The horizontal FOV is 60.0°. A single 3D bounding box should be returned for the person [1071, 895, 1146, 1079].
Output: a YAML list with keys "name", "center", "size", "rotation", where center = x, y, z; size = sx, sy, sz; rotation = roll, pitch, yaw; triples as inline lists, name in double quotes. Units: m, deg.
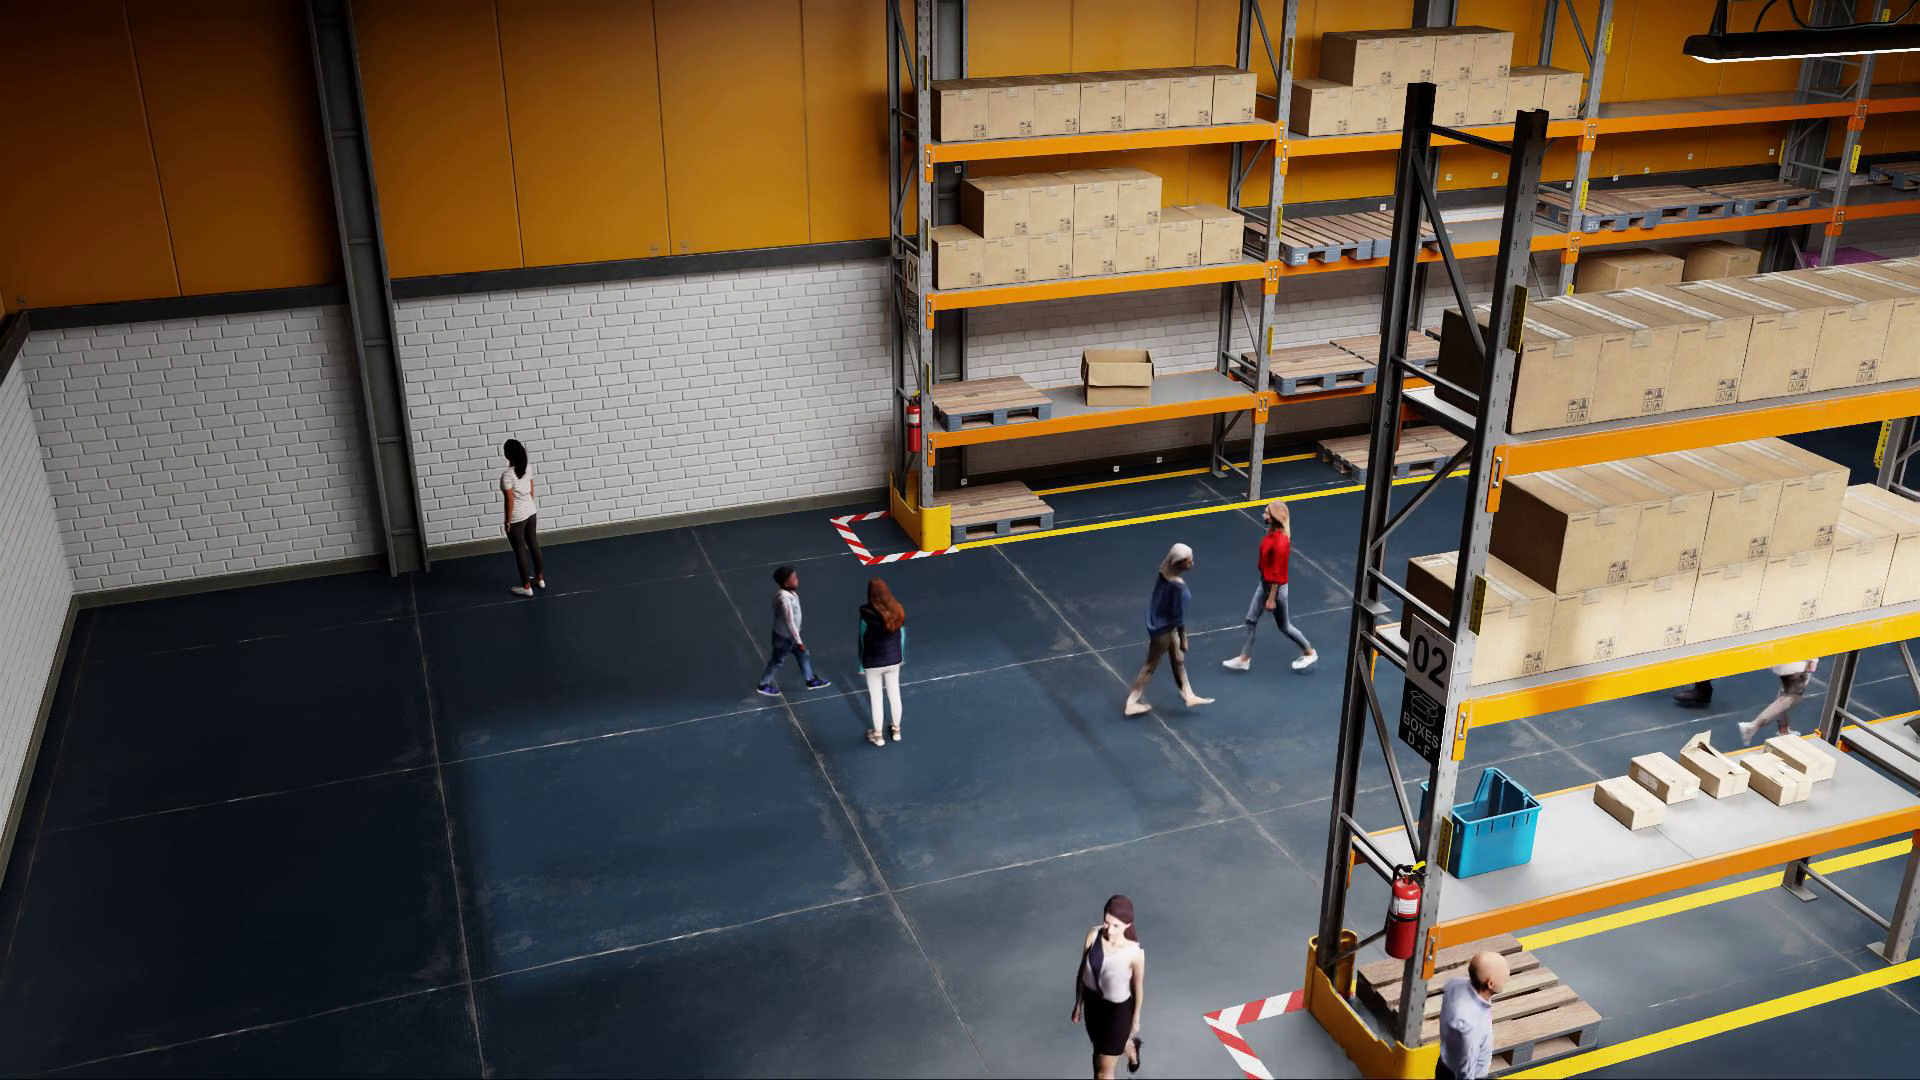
- name: "person"
  center: [0.911, 2.763, 9.841]
  size: [0.901, 1.623, 1.094]
  rotation: [17, 29, 34]

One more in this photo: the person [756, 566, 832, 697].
- name: "person"
  center: [-1.596, 0.830, 14.753]
  size: [0.936, 1.231, 0.677]
  rotation: [0, 24, -1]

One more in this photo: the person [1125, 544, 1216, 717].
- name: "person"
  center: [1.671, 0.788, 14.326]
  size: [1.106, 1.650, 0.852]
  rotation: [-4, 24, -8]

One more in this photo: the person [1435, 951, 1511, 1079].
- name: "person"
  center: [2.660, 2.990, 9.134]
  size: [1.006, 1.774, 0.902]
  rotation: [6, 24, 13]

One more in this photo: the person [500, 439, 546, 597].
- name: "person"
  center: [-4.402, -0.243, 16.688]
  size: [0.715, 1.646, 0.652]
  rotation: [11, 26, 24]

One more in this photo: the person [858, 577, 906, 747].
- name: "person"
  center: [-0.659, 1.011, 14.003]
  size: [0.536, 1.500, 0.656]
  rotation: [-11, 26, -24]

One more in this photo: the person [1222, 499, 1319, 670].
- name: "person"
  center: [2.917, 0.461, 15.052]
  size: [1.175, 1.667, 0.860]
  rotation: [-1, 24, -1]
